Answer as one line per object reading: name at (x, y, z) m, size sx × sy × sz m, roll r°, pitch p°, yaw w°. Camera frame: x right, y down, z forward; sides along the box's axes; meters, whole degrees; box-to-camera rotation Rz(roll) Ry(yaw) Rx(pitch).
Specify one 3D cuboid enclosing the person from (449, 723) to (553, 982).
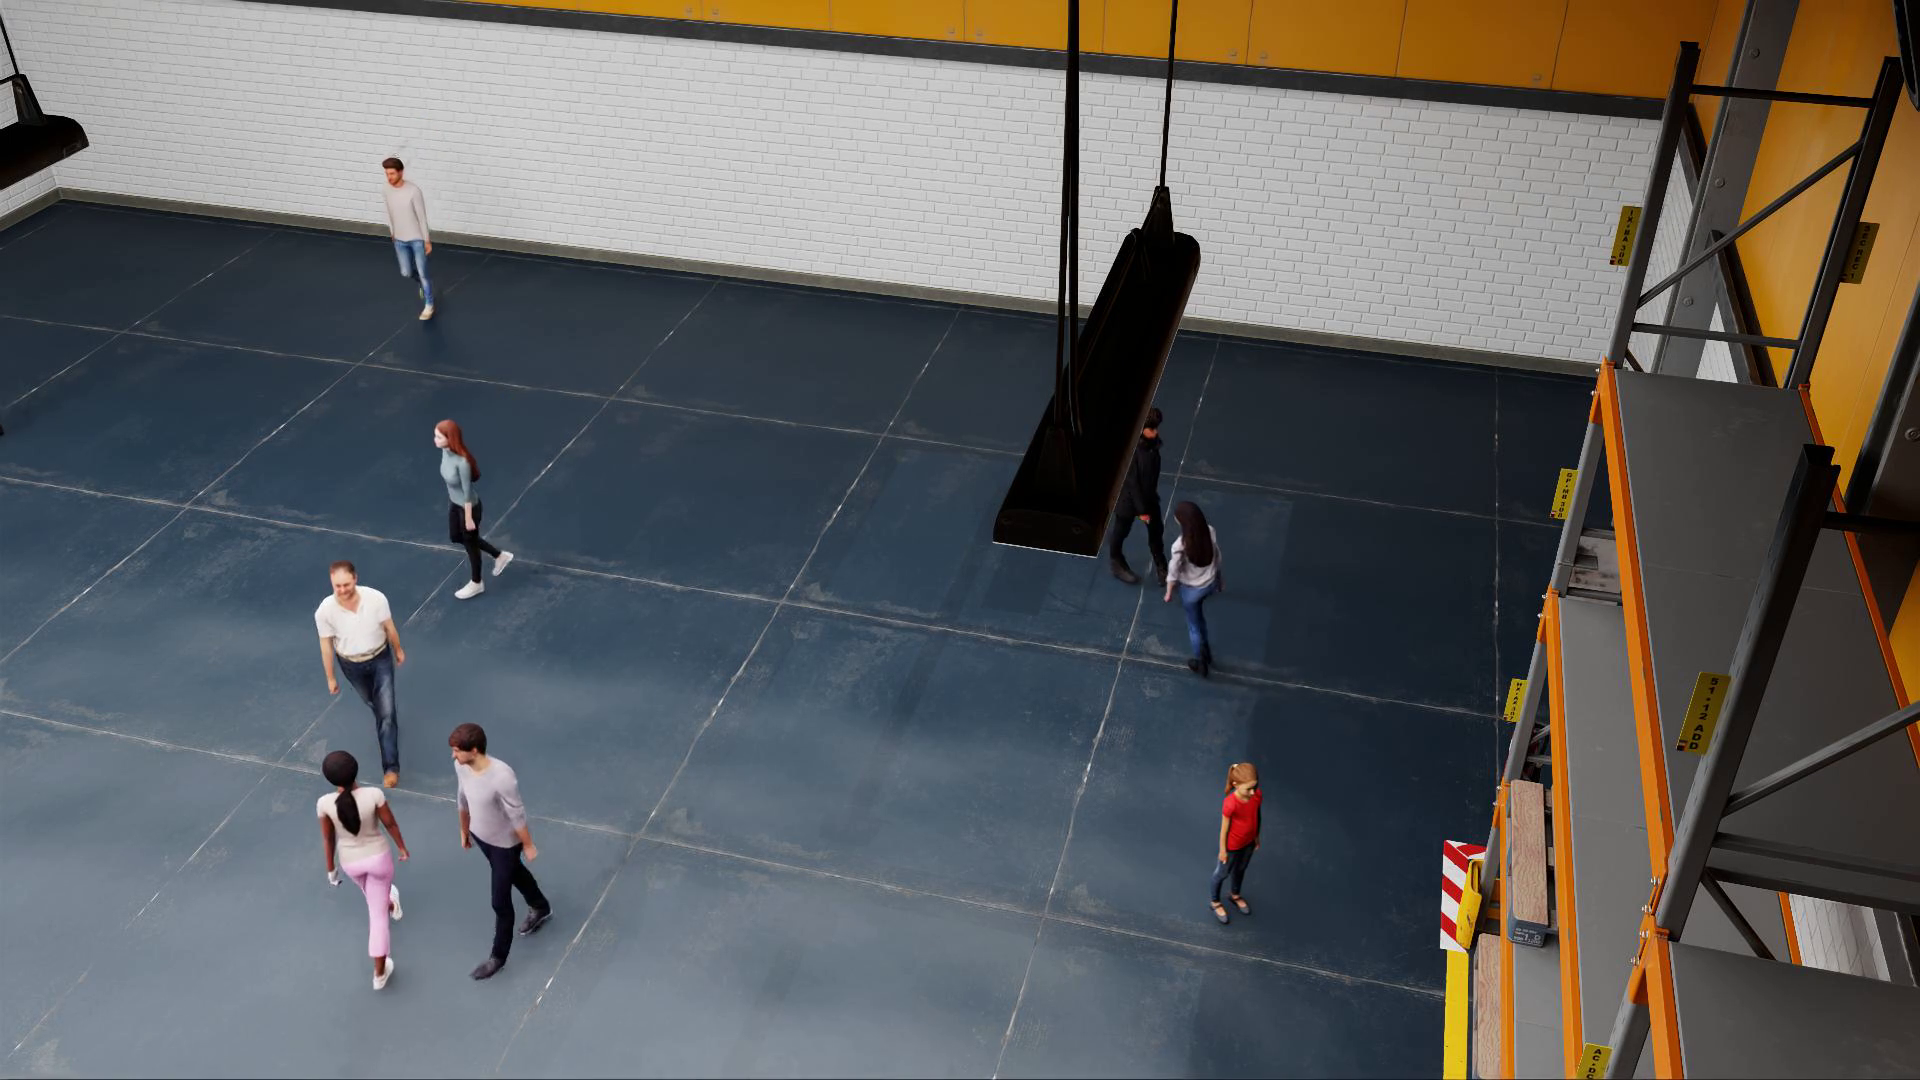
person at (-2.918, 1.876, 10.792) m, size 0.910 × 1.813 × 1.109 m, roll 21°, pitch 39°, yaw 28°

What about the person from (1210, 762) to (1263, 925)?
person at (1.846, 1.986, 11.083) m, size 0.549 × 1.307 × 0.611 m, roll -19°, pitch 38°, yaw -26°

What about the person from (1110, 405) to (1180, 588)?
person at (1.451, -0.401, 14.275) m, size 0.959 × 1.750 × 1.001 m, roll 28°, pitch 43°, yaw 35°

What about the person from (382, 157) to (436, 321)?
person at (-6.138, -3.441, 18.730) m, size 0.734 × 1.881 × 0.860 m, roll 5°, pitch 34°, yaw 7°

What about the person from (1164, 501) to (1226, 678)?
person at (1.920, 0.434, 13.154) m, size 0.756 × 1.599 × 0.845 m, roll -19°, pitch 38°, yaw -27°

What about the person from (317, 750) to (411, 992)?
person at (-3.767, 2.120, 10.529) m, size 0.944 × 1.698 × 1.180 m, roll -6°, pitch 34°, yaw -8°

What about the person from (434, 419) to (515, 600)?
person at (-4.129, -0.288, 14.117) m, size 0.916 × 1.736 × 0.846 m, roll -20°, pitch 38°, yaw -27°

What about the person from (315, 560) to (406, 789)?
person at (-4.402, 0.854, 12.336) m, size 1.062 × 1.806 × 1.329 m, roll -7°, pitch 34°, yaw -11°
